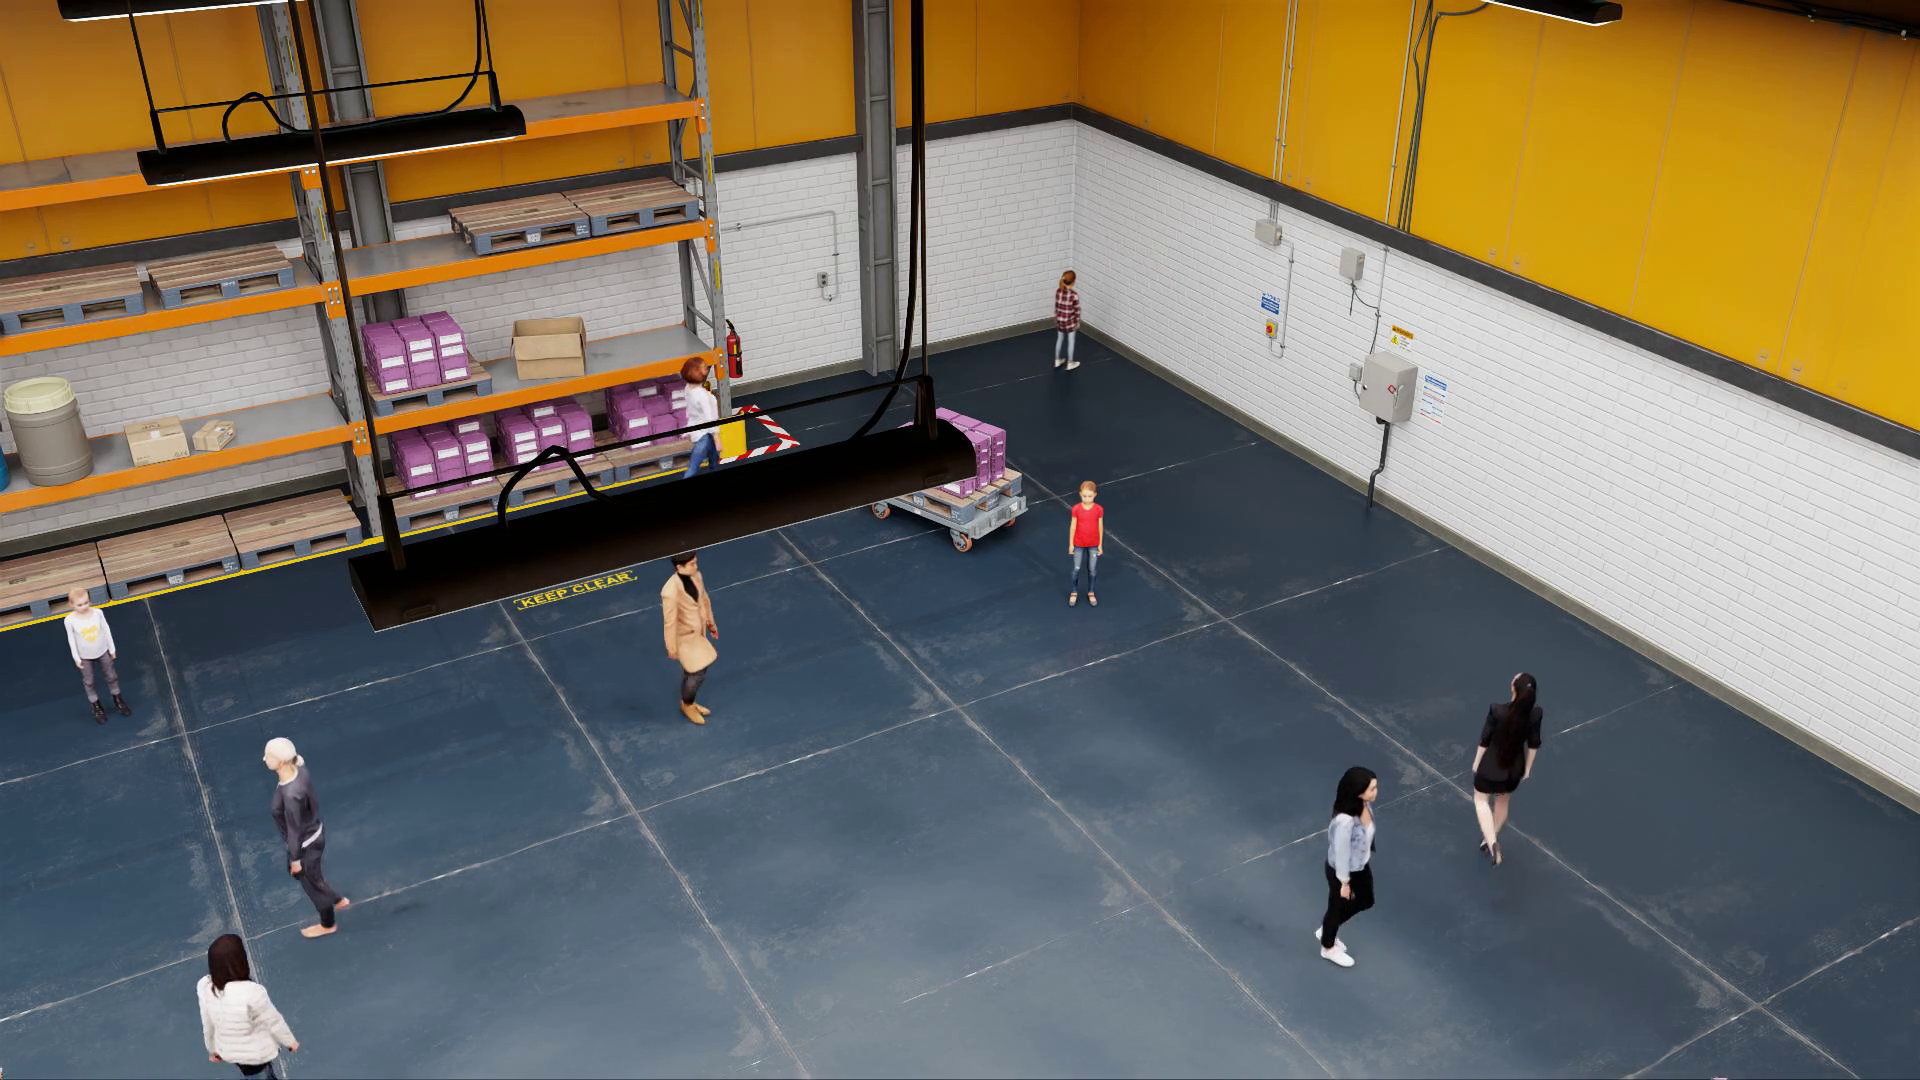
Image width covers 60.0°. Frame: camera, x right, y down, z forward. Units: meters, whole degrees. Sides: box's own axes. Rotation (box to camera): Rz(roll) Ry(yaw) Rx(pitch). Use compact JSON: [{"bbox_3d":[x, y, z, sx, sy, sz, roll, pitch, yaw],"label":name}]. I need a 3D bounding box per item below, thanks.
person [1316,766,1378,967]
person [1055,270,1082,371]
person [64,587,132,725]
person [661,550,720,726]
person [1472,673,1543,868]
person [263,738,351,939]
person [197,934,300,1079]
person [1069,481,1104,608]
[{"bbox_3d":[2.622,2.255,11.580,0.781,1.702,0.683,16,32,27],"label":"person"},{"bbox_3d":[1.366,-2.828,21.313,0.614,1.304,0.628,19,34,31],"label":"person"},{"bbox_3d":[-7.501,0.966,14.387,0.475,1.278,0.578,-22,35,-34],"label":"person"},{"bbox_3d":[-2.404,0.785,14.267,0.866,1.710,0.800,9,30,16],"label":"person"},{"bbox_3d":[4.095,1.768,12.492,0.847,1.684,0.869,0,29,0],"label":"person"},{"bbox_3d":[-4.596,2.101,11.845,0.696,1.719,0.708,-7,29,-12],"label":"person"},{"bbox_3d":[-4.374,3.114,10.094,0.893,1.618,0.962,9,30,17],"label":"person"},{"bbox_3d":[1.217,0.019,16.089,0.549,1.311,0.624,0,29,-1],"label":"person"}]
